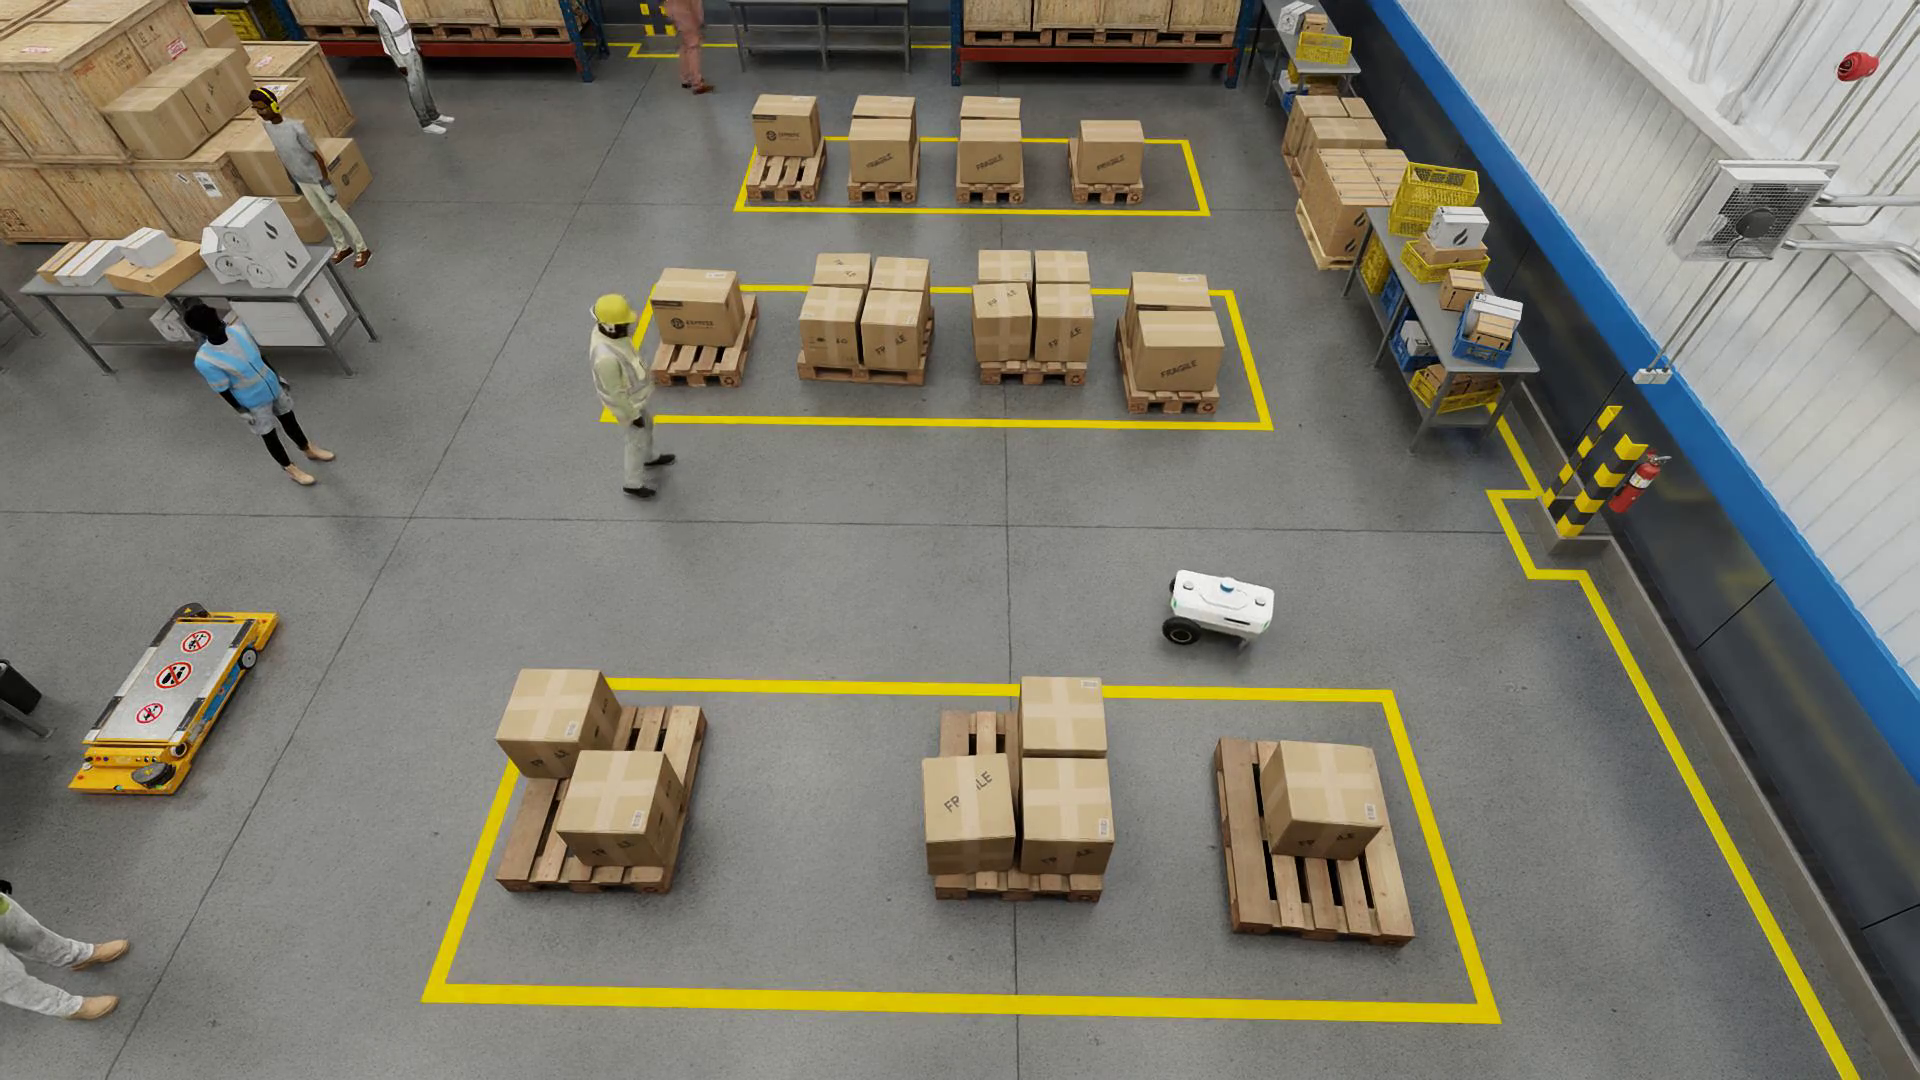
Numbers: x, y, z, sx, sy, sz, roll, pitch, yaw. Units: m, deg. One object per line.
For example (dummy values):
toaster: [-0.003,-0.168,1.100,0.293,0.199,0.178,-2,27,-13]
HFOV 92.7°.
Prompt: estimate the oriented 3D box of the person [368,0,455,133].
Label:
person: [-6.939,-6.084,11.434,0.386,1.912,0.591,-1,50,-1]

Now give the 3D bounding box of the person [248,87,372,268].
person: [-6.697,-3.693,9.434,0.514,1.872,0.327,11,51,9]

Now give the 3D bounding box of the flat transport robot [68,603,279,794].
flat transport robot: [-5.504,1.072,6.442,0.652,0.197,1.431,1,50,1]

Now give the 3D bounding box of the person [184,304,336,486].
person: [-5.672,-1.178,7.417,0.318,1.695,0.539,6,50,5]

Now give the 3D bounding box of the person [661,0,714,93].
person: [-3.670,-6.962,12.205,0.688,1.883,0.417,28,55,21]

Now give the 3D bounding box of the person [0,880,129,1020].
person: [-5.044,1.983,4.649,0.429,1.842,0.634,-15,51,-12]

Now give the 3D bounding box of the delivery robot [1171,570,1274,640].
delivery robot: [1.917,0.457,6.719,0.707,0.478,0.477,12,51,10]

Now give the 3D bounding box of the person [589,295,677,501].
person: [-2.670,-1.134,7.311,0.522,1.804,0.701,-9,50,-7]
